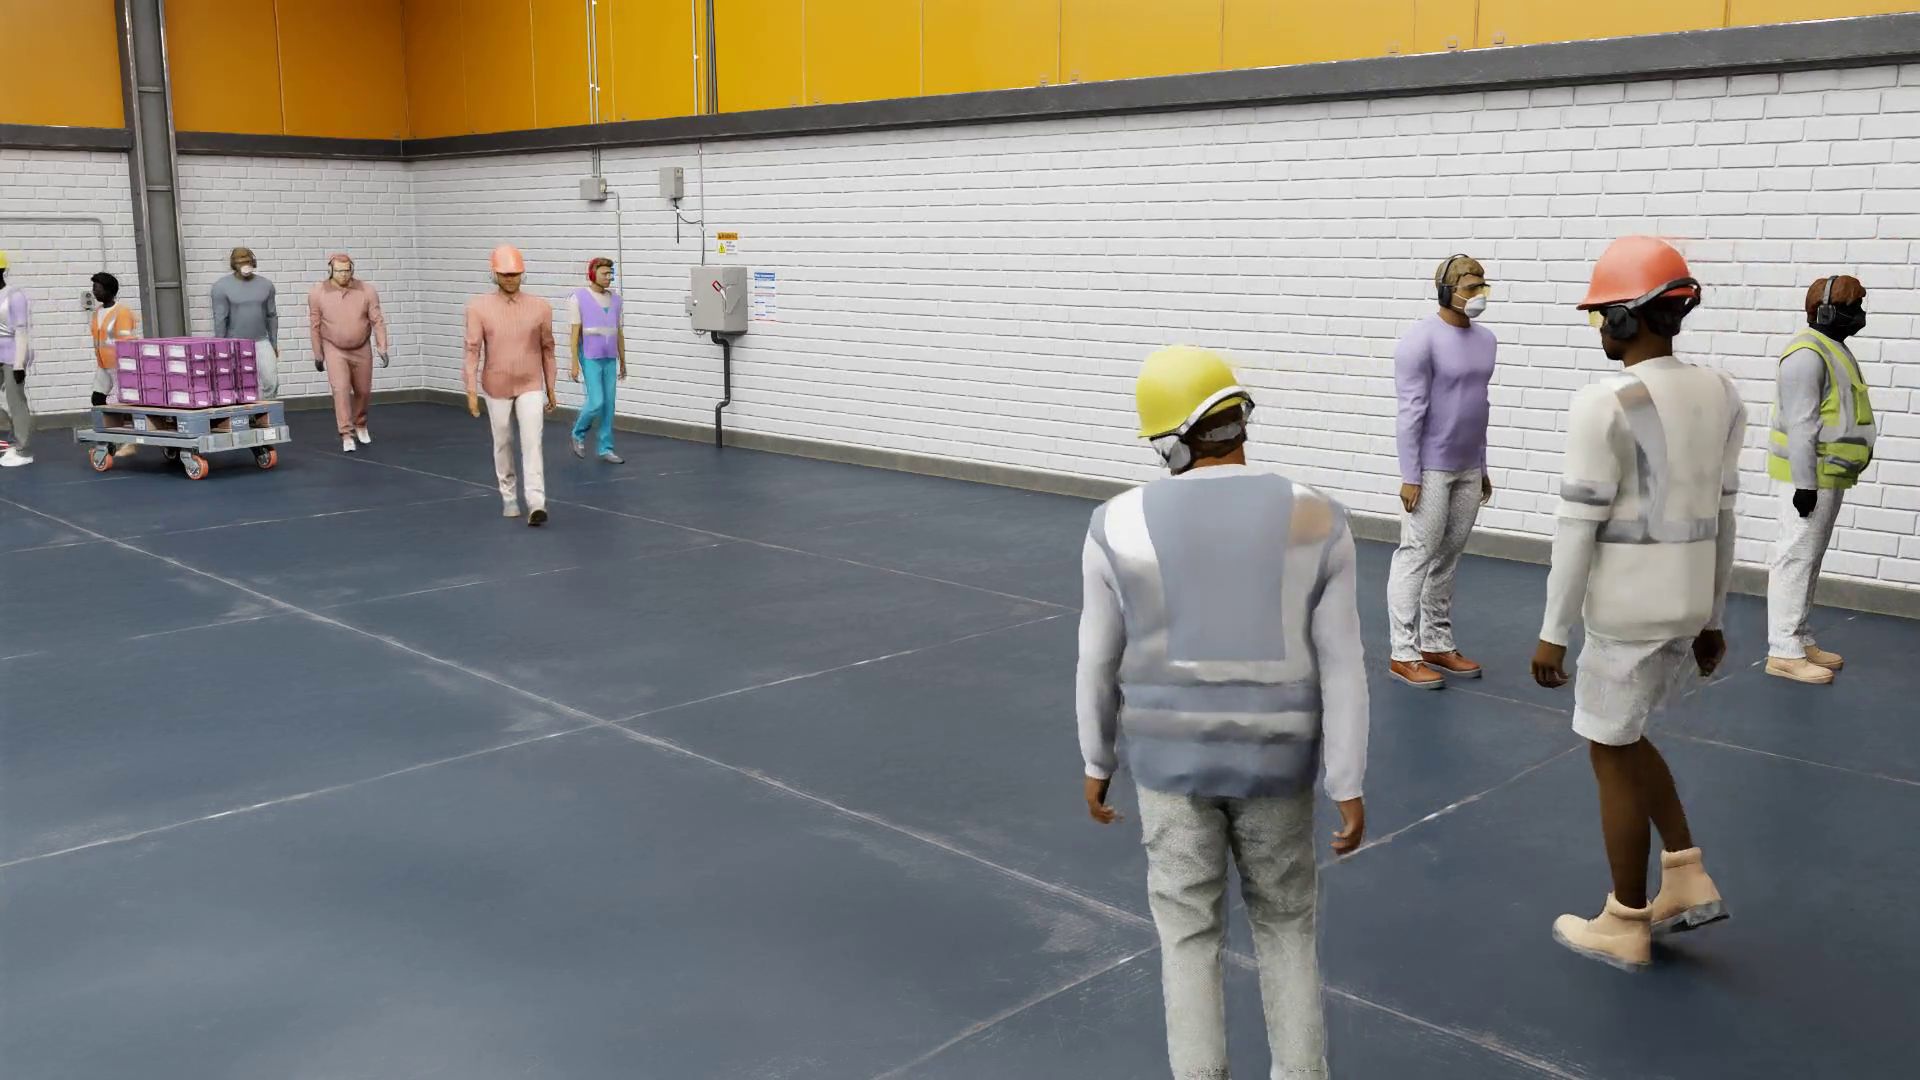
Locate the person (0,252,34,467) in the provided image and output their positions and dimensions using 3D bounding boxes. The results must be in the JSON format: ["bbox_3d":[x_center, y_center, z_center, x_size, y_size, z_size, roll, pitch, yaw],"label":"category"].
[{"bbox_3d":[-8.363,-1.582,14.530,0.617,1.907,0.419,6,12,29],"label":"person"}]

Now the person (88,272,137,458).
[{"bbox_3d":[-7.725,-1.575,15.099,0.555,1.687,0.468,5,12,27],"label":"person"}]

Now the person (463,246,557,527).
[{"bbox_3d":[-3.137,-1.069,11.645,0.653,1.935,1.038,-4,11,-20],"label":"person"}]

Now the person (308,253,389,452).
[{"bbox_3d":[-5.844,-1.807,15.880,0.661,1.868,0.880,-5,12,-27],"label":"person"}]

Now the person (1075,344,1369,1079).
[{"bbox_3d":[0.554,0.475,3.638,0.615,1.788,0.503,1,10,6],"label":"person"}]

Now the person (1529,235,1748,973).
[{"bbox_3d":[1.837,0.189,4.584,0.604,2.026,0.449,-7,12,-33],"label":"person"}]

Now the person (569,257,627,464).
[{"bbox_3d":[-3.210,-1.581,14.725,0.458,1.829,0.603,7,13,35],"label":"person"}]

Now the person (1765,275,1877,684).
[{"bbox_3d":[3.944,-0.284,7.636,0.429,1.845,0.621,8,13,36],"label":"person"}]

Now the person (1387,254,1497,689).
[{"bbox_3d":[2.194,-0.312,7.525,0.629,1.940,0.376,-8,13,-38],"label":"person"}]

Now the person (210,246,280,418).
[{"bbox_3d":[-6.887,-1.872,16.096,0.651,1.916,0.576,-10,14,-44],"label":"person"}]
